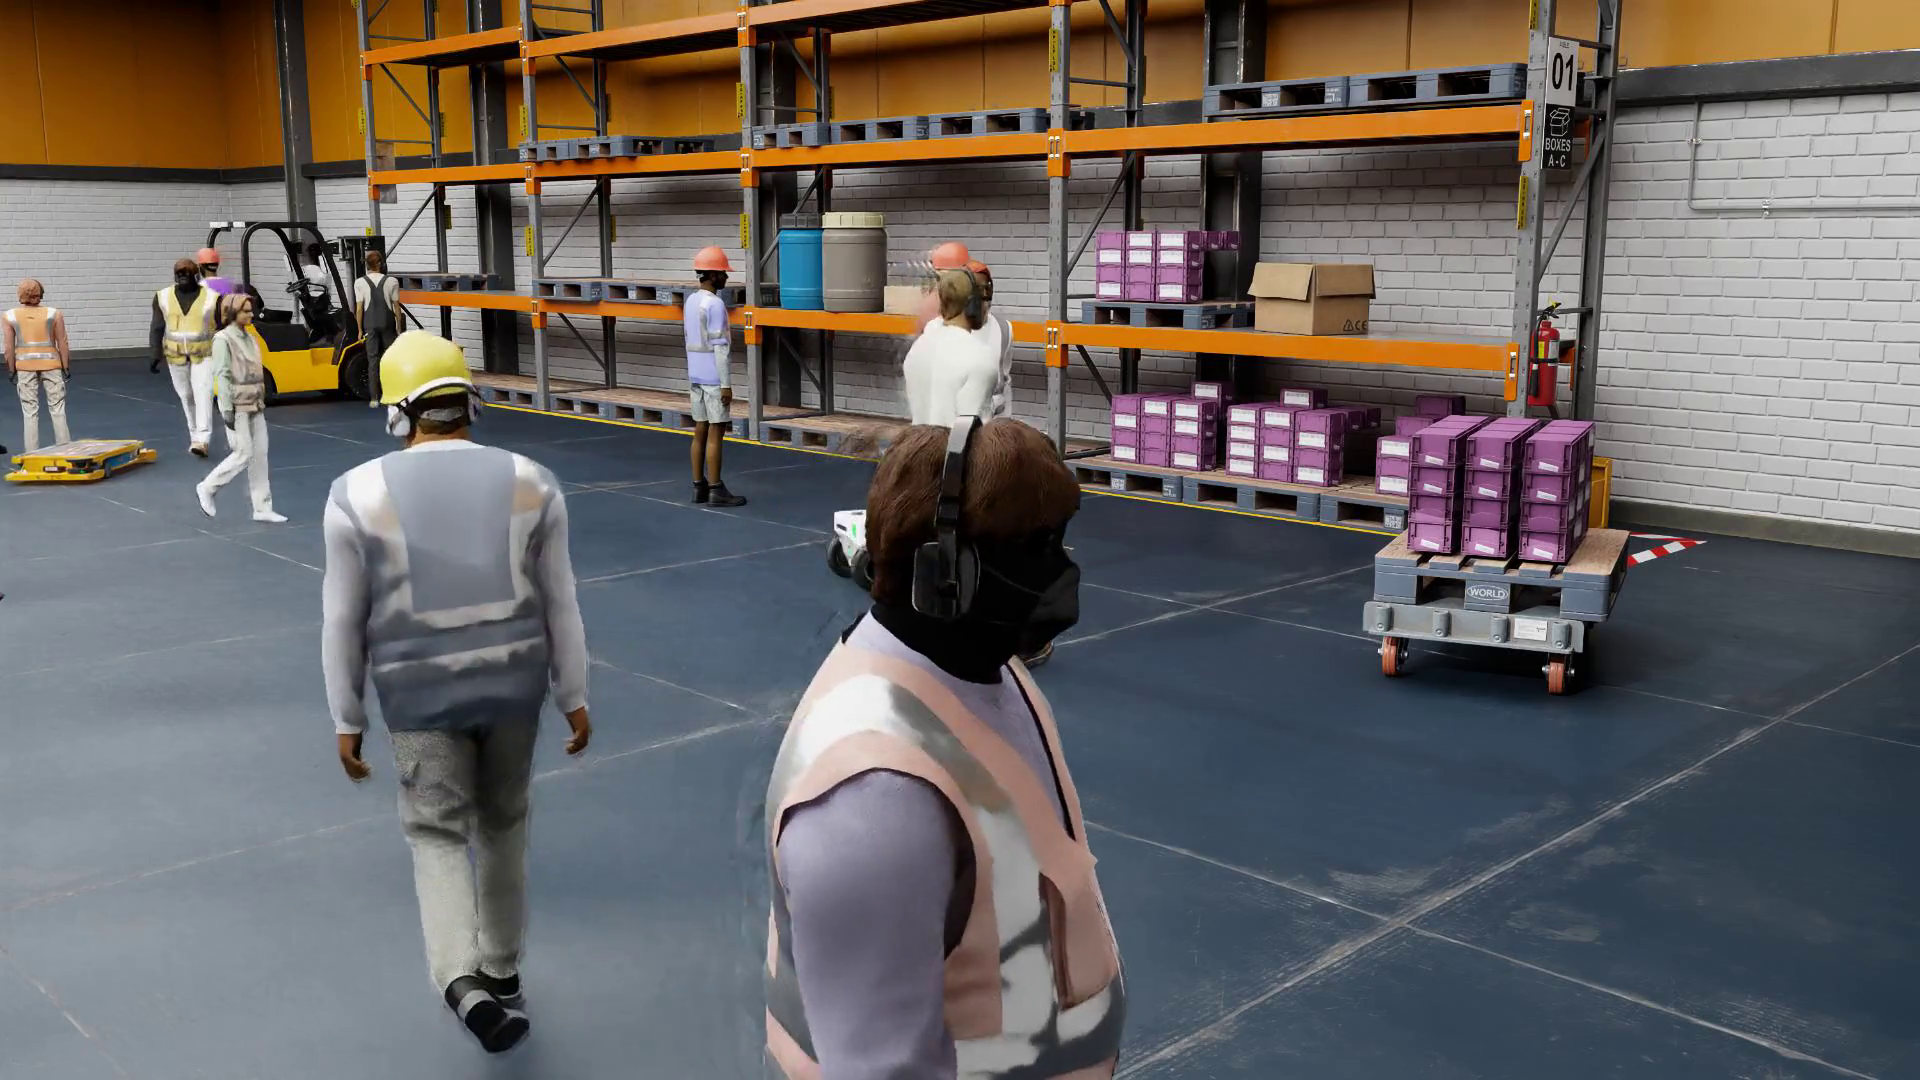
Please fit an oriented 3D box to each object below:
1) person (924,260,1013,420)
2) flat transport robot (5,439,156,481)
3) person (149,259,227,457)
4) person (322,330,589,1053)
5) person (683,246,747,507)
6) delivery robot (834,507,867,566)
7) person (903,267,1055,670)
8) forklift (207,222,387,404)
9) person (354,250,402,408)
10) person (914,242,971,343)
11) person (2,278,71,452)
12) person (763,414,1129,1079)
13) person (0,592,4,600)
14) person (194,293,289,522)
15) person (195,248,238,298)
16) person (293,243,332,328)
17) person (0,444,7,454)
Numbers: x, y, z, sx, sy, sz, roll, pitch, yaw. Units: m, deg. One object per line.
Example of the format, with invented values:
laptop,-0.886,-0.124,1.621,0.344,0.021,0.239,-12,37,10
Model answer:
person,0.056,-0.613,9.312,0.581,1.882,0.339,-6,12,-31
flat transport robot,-7.447,-0.689,14.132,0.652,0.197,1.431,-1,10,-5
person,-7.062,-1.655,15.231,0.643,1.798,0.947,-2,11,-10
person,-1.222,0.388,4.105,0.634,1.799,0.699,-6,12,-29
person,-1.845,-1.213,12.443,0.358,1.937,0.548,-7,13,-34
delivery robot,-0.360,-0.069,9.720,0.707,0.478,0.477,-5,11,-24
person,-0.020,-0.271,7.472,1.043,1.881,0.645,-8,13,-38
forklift,-8.169,-2.758,20.163,2.313,2.155,1.214,-10,14,-44
person,-6.833,-2.474,19.581,0.506,1.842,0.350,-3,11,-18
person,-0.030,-0.937,10.840,0.666,1.969,0.600,4,11,19
person,-8.251,-1.515,14.897,0.514,1.642,0.310,-5,11,-24
person,-0.060,0.749,2.054,0.541,1.823,0.643,2,11,9
person,-5.523,-0.497,8.708,0.856,1.870,0.676,-3,11,-18
person,-5.064,-0.915,11.650,0.530,1.624,0.527,1,10,6
person,-8.182,-2.272,18.373,1.007,1.893,0.548,7,13,35
person,-9.265,-3.304,23.903,0.616,1.927,0.964,1,10,7
person,-9.099,-1.724,15.226,0.542,1.939,0.359,-3,11,-17
